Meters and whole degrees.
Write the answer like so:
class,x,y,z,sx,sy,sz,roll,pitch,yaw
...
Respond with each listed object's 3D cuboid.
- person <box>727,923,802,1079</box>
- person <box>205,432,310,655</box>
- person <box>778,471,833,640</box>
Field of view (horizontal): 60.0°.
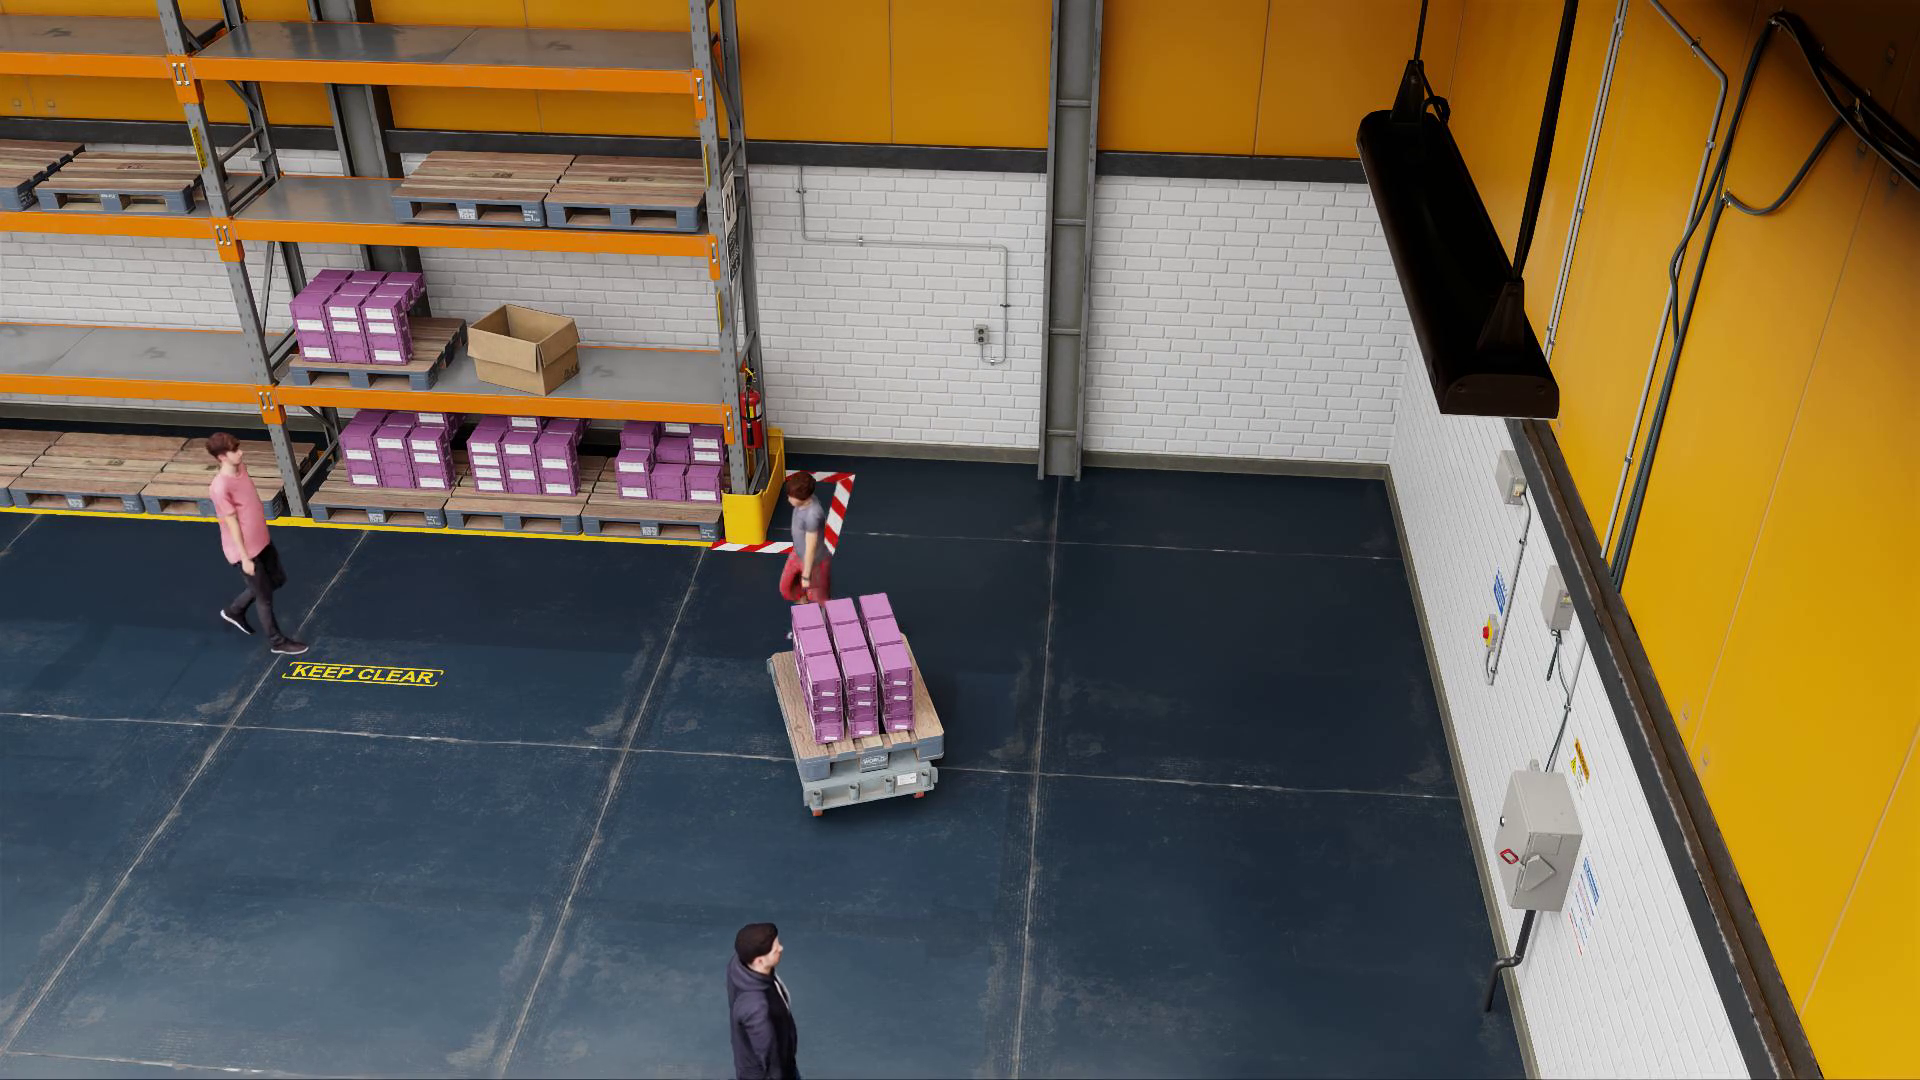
class,x,y,z,sx,sy,sz,roll,pitch,yaw
person,-1.107,2.733,8.632,1.244,1.865,0.890,-6,34,-9
person,-5.470,0.050,12.594,0.897,1.946,0.656,1,34,1
person,-1.054,0.142,12.738,0.779,1.634,0.736,-9,35,-14
